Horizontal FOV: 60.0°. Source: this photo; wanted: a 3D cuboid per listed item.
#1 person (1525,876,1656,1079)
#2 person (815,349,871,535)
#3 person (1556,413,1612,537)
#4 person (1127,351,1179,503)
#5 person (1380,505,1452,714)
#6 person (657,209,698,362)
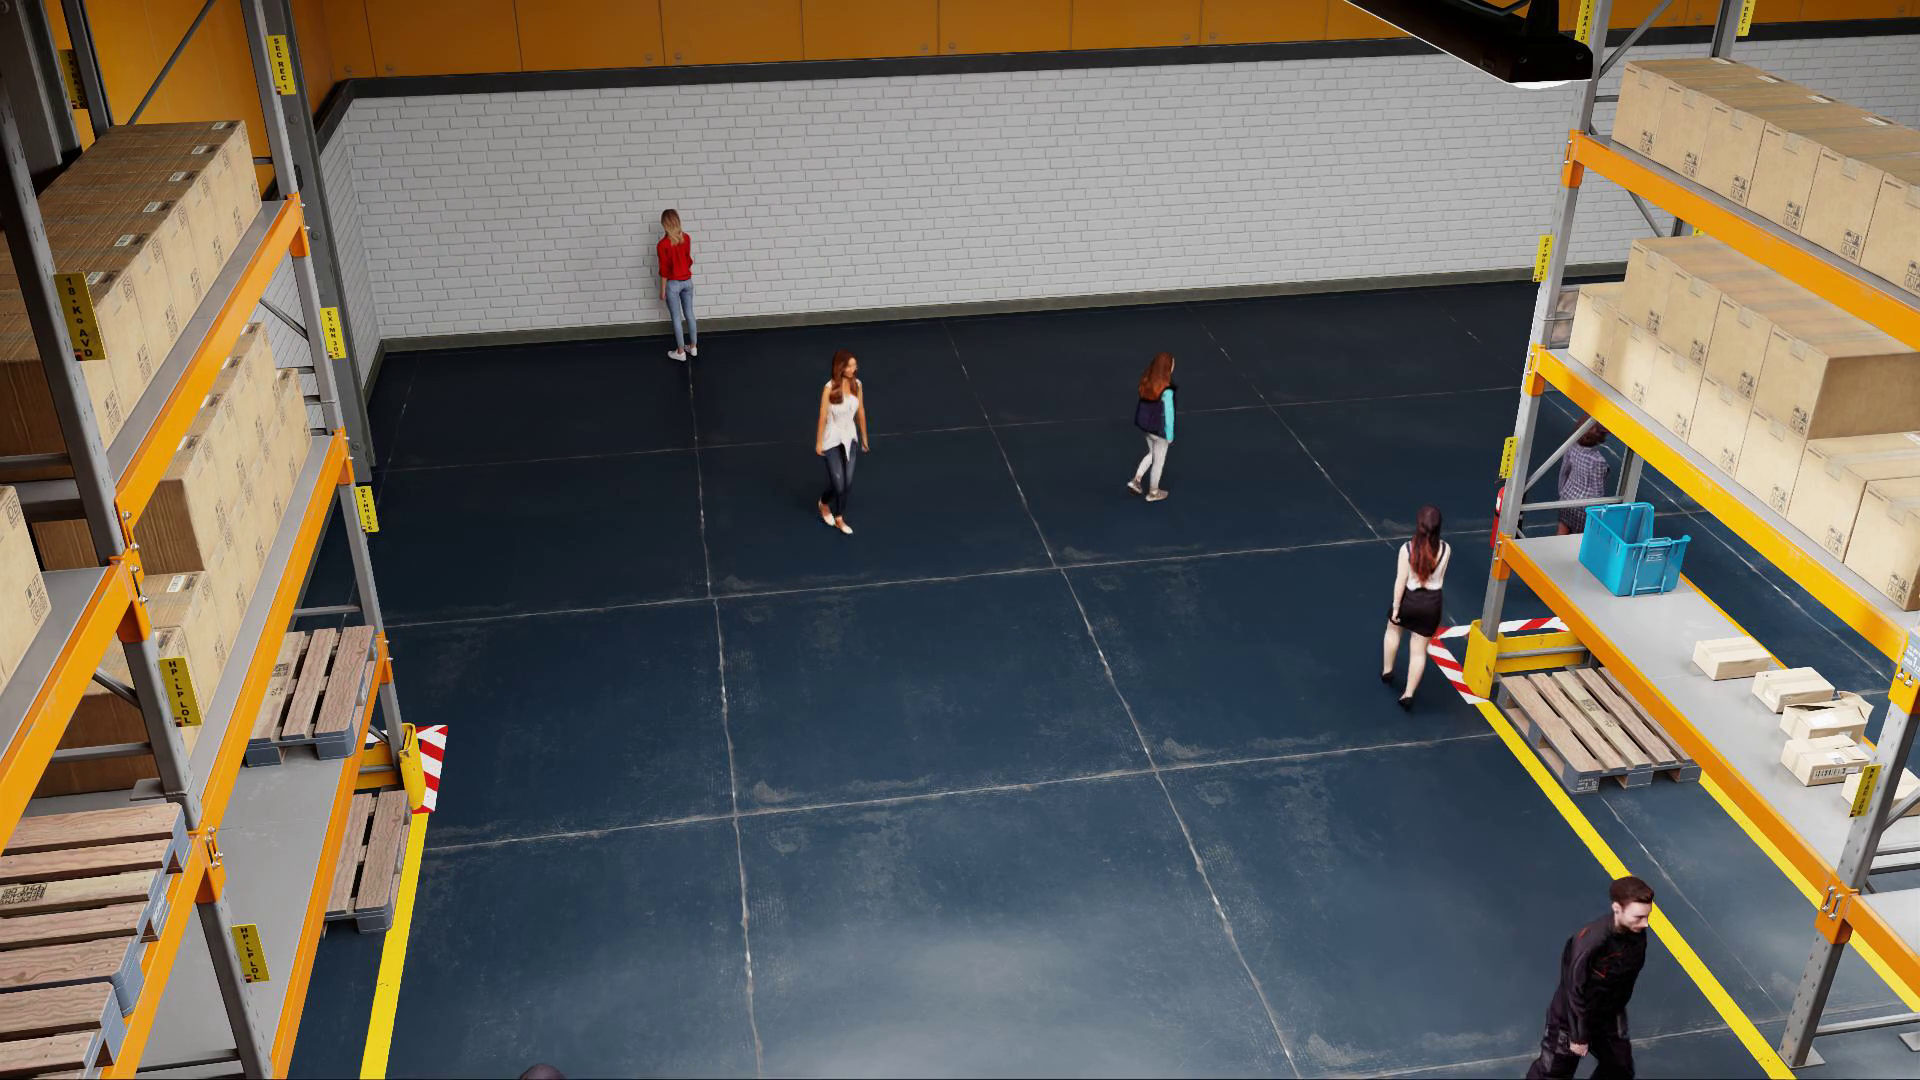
[{"bbox_3d":[3.190,2.396,8.605,0.860,1.885,0.897,-15,32,-26],"label":"person"},{"bbox_3d":[-1.126,-0.888,14.751,0.782,1.766,0.835,-23,36,-36],"label":"person"},{"bbox_3d":[5.083,-0.263,13.676,0.720,1.698,0.537,-10,30,-18],"label":"person"},{"bbox_3d":[1.744,-1.027,15.296,0.739,1.488,0.676,-15,32,-25],"label":"person"},{"bbox_3d":[3.397,0.550,12.256,0.622,1.631,0.799,0,29,1],"label":"person"},{"bbox_3d":[-3.114,-2.819,18.354,0.713,1.704,0.683,23,36,36],"label":"person"}]
